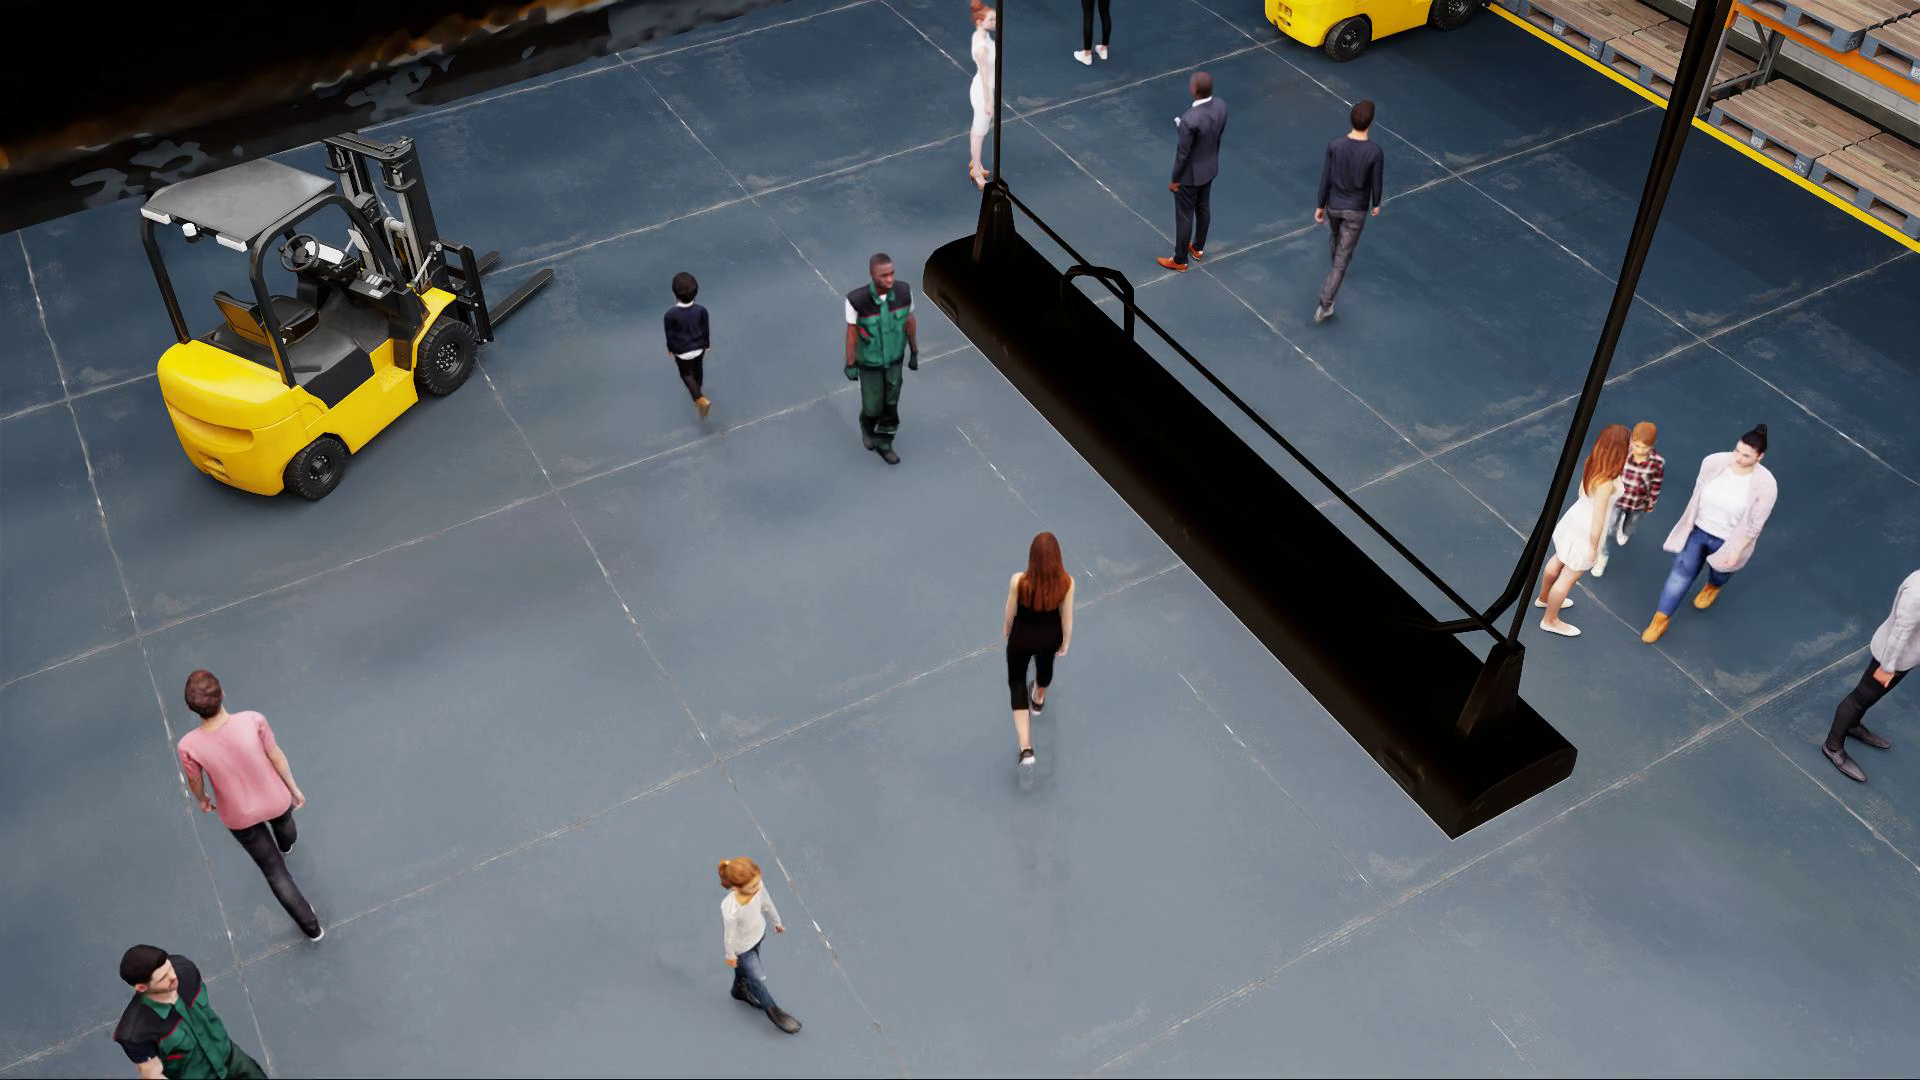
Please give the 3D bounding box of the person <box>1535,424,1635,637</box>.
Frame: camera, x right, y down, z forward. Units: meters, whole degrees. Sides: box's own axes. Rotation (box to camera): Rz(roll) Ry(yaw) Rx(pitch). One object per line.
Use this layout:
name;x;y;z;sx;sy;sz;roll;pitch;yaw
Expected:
person;4.121;-0.089;10.987;0.711;1.712;0.630;5;44;5

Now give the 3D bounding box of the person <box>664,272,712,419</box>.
person;-2.079;-1.495;12.825;0.497;1.213;0.756;-20;47;-20

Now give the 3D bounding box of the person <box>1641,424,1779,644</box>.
person;5.070;-0.089;10.993;1.113;1.704;0.934;34;53;31

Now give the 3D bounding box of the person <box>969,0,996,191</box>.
person;0.190;-4.023;15.056;0.691;1.795;0.568;0;44;0

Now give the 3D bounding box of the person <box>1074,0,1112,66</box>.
person;1.382;-5.660;16.841;0.618;1.703;0.529;-18;46;-18

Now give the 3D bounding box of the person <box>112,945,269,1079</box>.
person;-3.813;2.570;8.090;1.272;1.859;1.227;9;44;10

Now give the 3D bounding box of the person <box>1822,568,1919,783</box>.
person;5.711;0.625;10.086;0.790;1.921;0.707;-32;52;-29

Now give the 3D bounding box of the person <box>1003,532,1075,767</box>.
person;0.457;0.664;10.202;0.870;1.705;1.146;-3;44;-3

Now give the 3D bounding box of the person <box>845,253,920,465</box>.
person;-0.627;-1.374;12.252;0.718;1.829;0.694;-19;47;-19

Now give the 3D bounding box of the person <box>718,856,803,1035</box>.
person;-1.193;2.119;8.964;0.800;1.307;0.696;20;47;20

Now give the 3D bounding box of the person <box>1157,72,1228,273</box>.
person;1.995;-3.122;14.088;0.743;1.825;0.683;-32;52;-29

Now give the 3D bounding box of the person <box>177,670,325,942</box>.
person;-3.851;1.527;9.147;0.727;1.911;1.198;-26;49;-25

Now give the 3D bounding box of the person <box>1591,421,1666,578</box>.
person;4.652;-0.343;11.557;0.799;1.294;0.829;14;45;14

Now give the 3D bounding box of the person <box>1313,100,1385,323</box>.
person;3.138;-2.636;13.586;1.273;1.815;1.115;22;48;21
